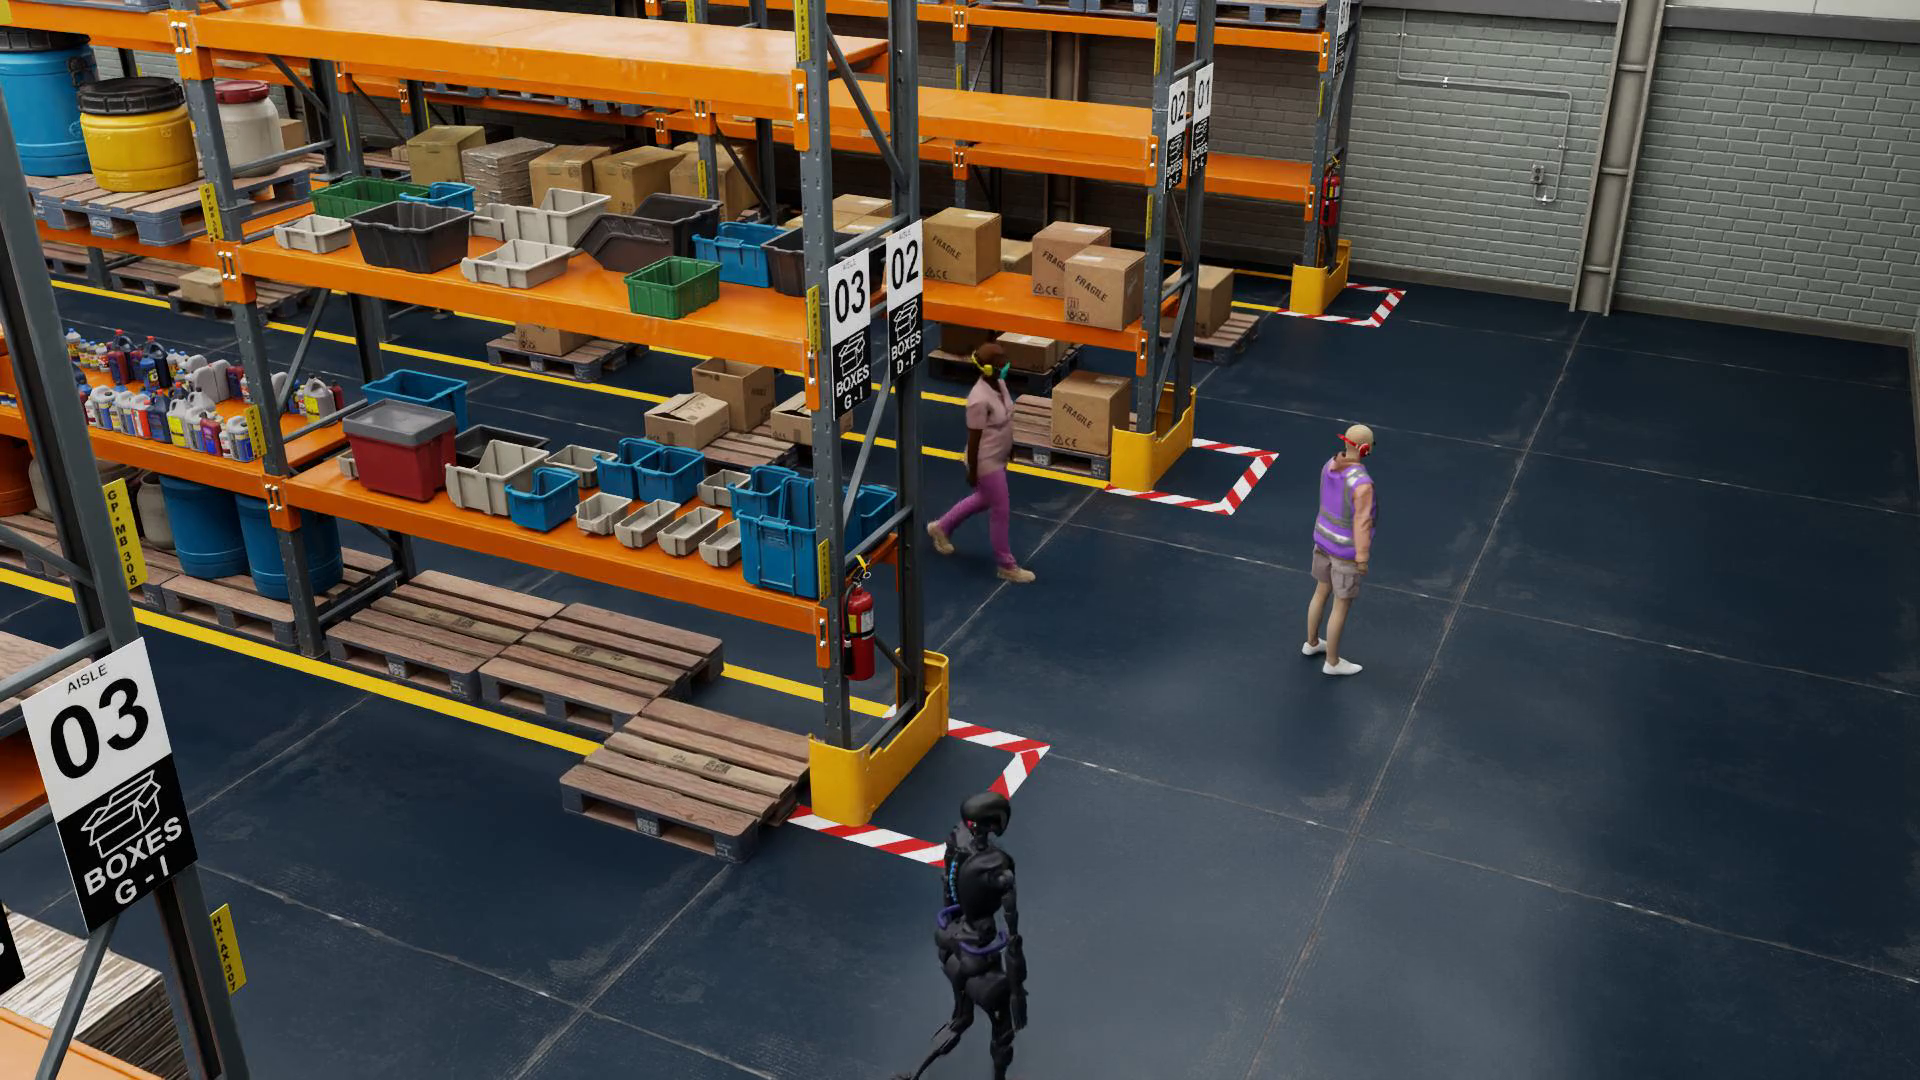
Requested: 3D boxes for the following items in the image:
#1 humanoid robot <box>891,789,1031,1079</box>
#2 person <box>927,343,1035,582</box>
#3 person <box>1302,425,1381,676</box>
[{"bbox_3d":[0.021,1.794,7.093,0.628,1.634,0.610,-16,30,-28],"label":"humanoid robot"},{"bbox_3d":[0.148,-0.579,11.776,0.805,1.774,0.520,8,27,16],"label":"person"},{"bbox_3d":[2.429,0.059,10.586,0.347,1.688,0.491,-9,28,-18],"label":"person"}]
